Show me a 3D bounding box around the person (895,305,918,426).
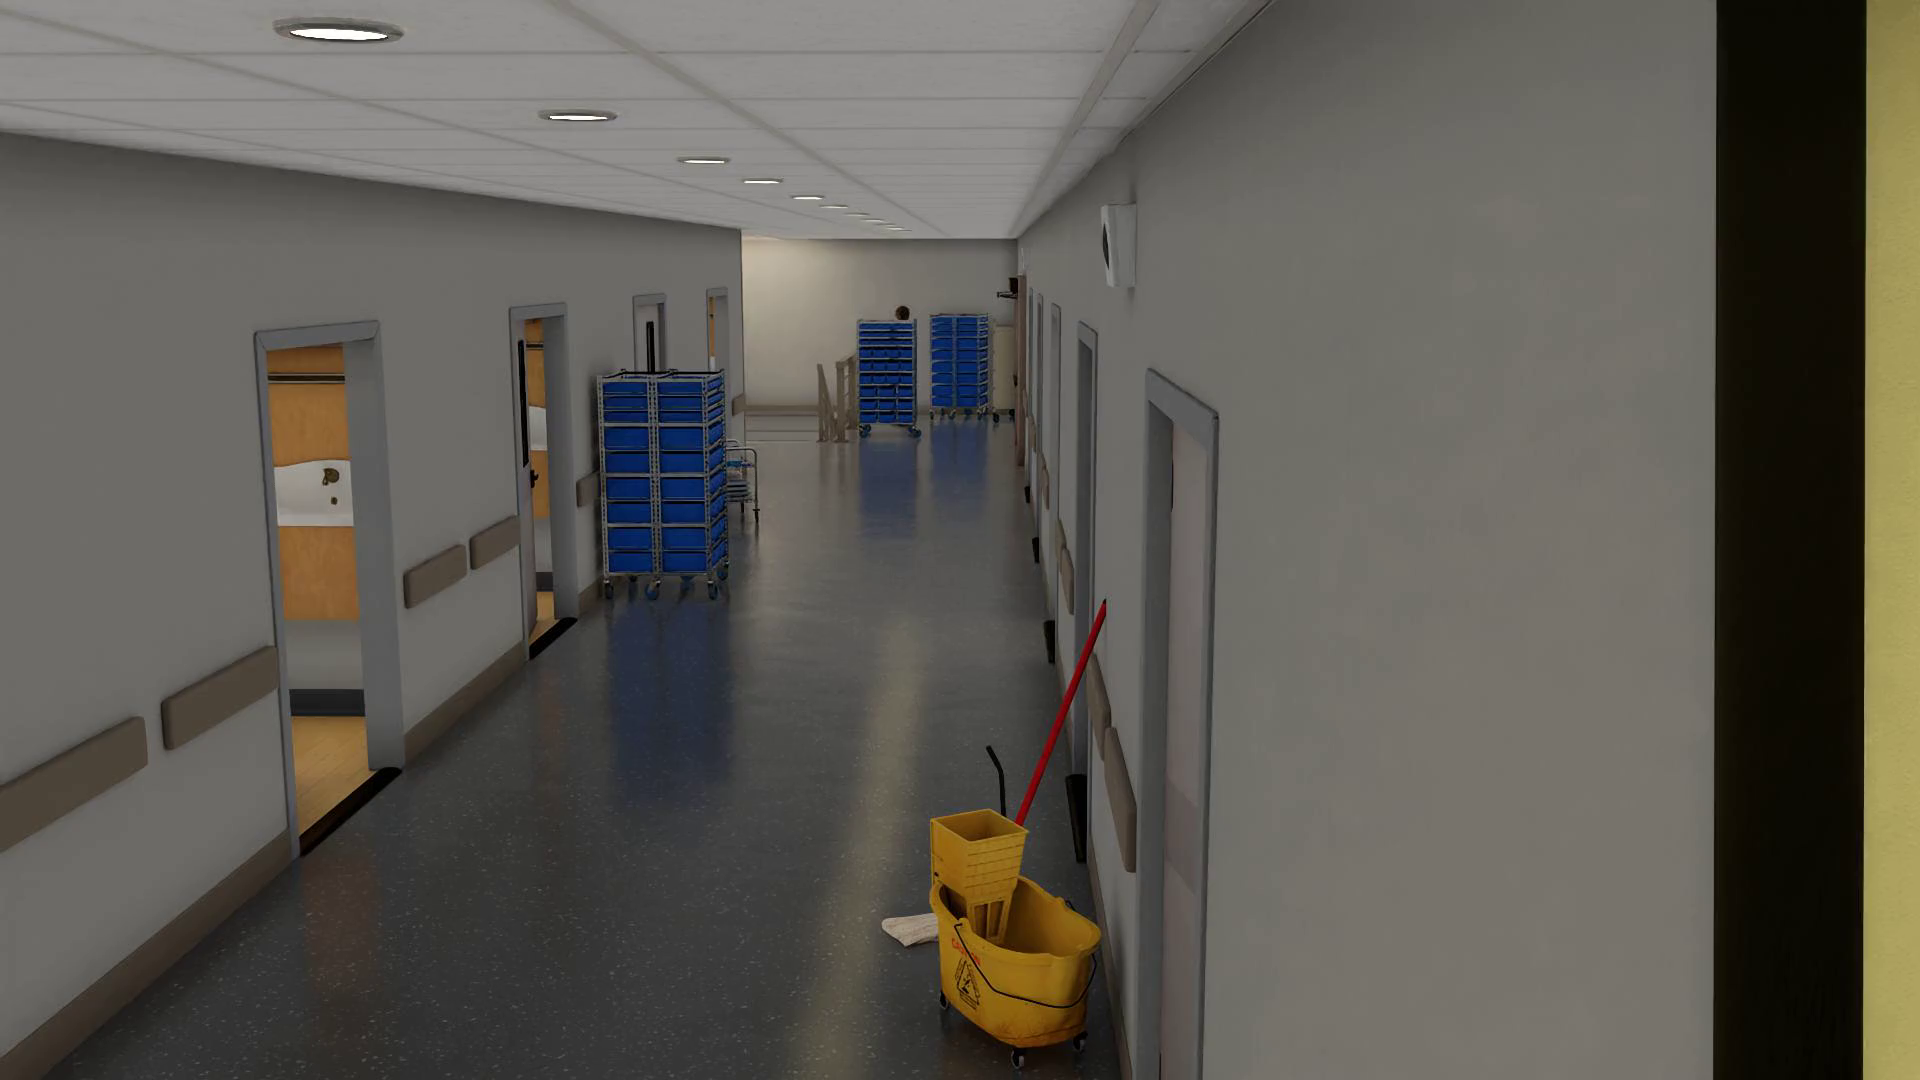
[{"bbox_3d":[-0.876,-2.789,26.686,0.379,1.937,0.629,-3,10,-19],"label":"person"}]
